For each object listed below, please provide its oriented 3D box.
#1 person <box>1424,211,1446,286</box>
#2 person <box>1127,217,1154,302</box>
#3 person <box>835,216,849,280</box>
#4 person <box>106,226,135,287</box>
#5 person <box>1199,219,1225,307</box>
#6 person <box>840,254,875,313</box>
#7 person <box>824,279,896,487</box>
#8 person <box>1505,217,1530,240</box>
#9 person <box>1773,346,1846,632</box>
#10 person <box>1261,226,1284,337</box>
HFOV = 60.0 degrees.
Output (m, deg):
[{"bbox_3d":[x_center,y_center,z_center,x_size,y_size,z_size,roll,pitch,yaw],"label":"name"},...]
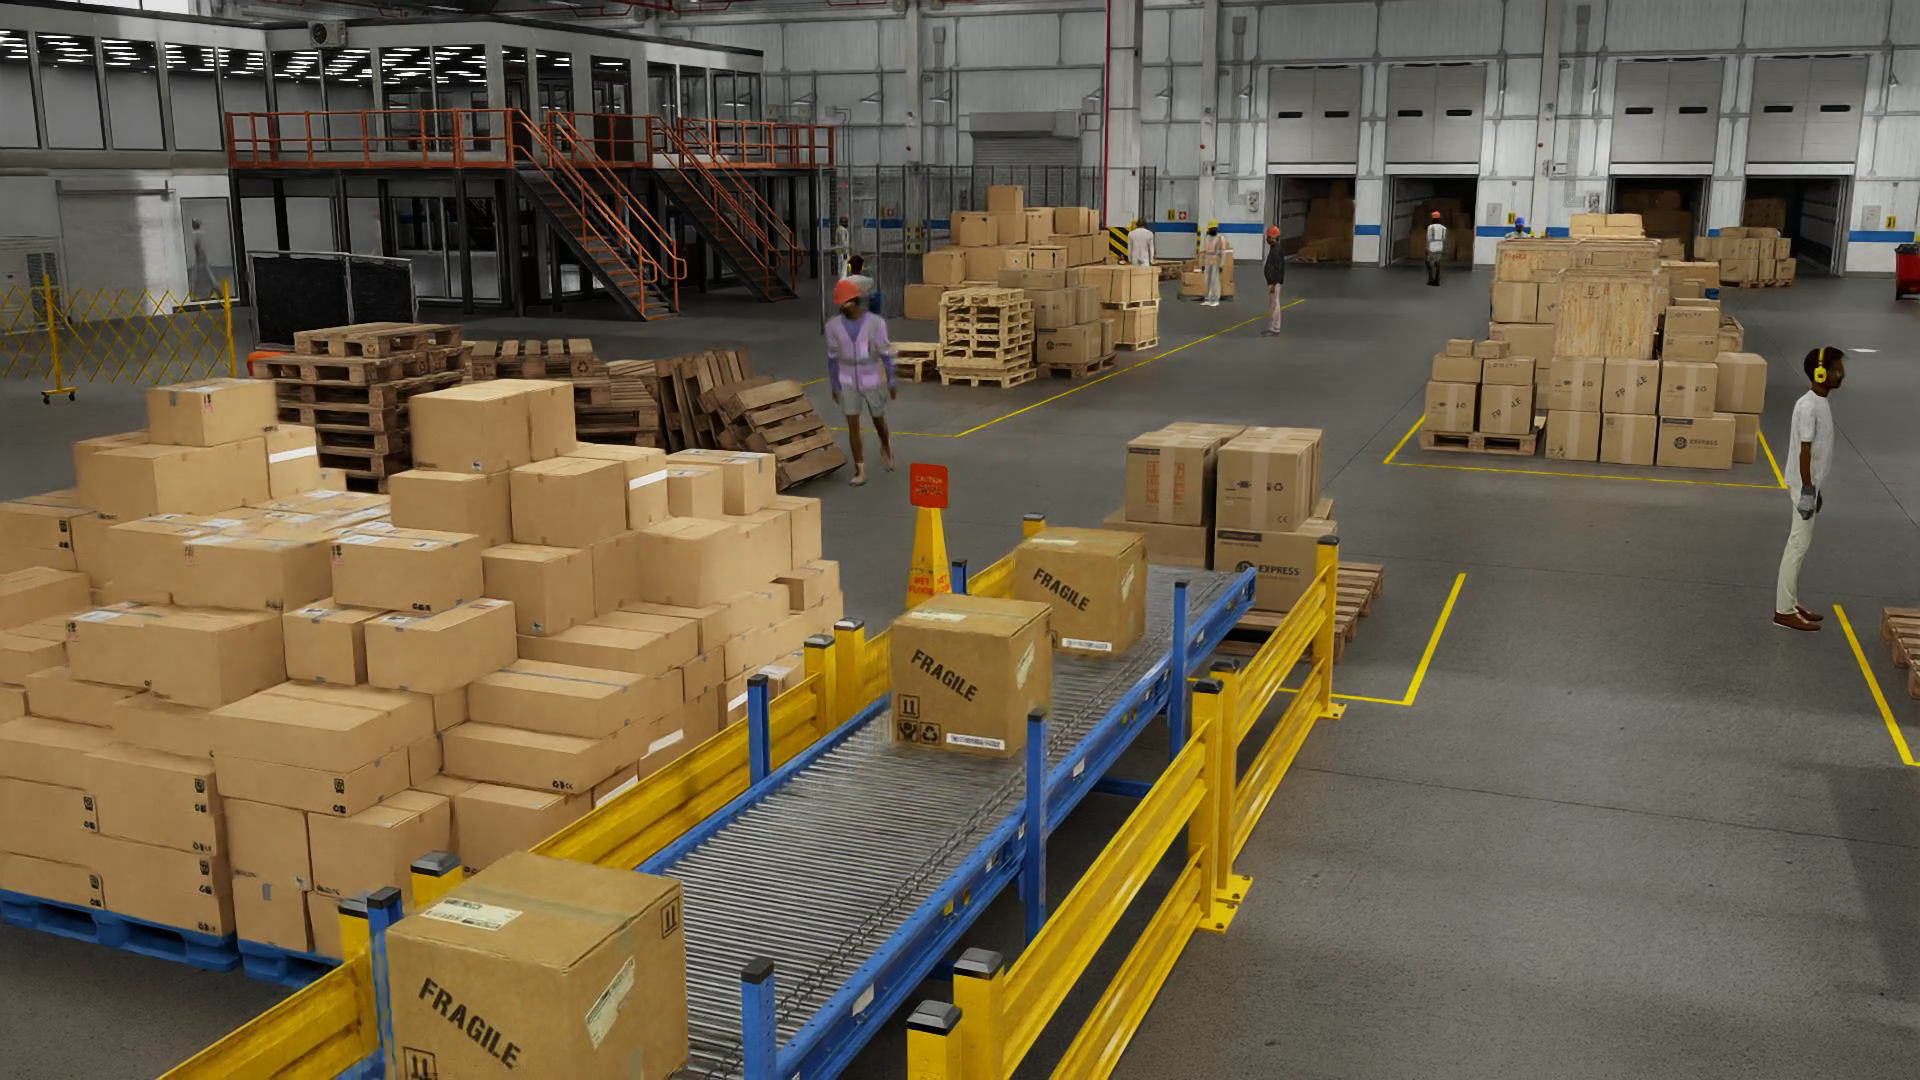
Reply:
[{"bbox_3d":[12.401,-7.606,43.451,0.598,1.925,0.488,-5,14,-23],"label":"person"},{"bbox_3d":[4.154,-6.459,38.292,0.632,1.938,0.360,4,13,16],"label":"person"},{"bbox_3d":[-2.939,-7.261,42.107,0.429,1.844,0.627,-3,13,-13],"label":"person"},{"bbox_3d":[-20.807,-7.105,41.270,0.688,1.885,0.593,-5,13,-20],"label":"person"},{"bbox_3d":[5.596,-6.148,36.926,0.386,1.922,0.594,-11,17,-40],"label":"person"},{"bbox_3d":[-1.407,-3.005,22.978,0.506,1.862,0.331,-2,13,-8],"label":"person"},{"bbox_3d":[-0.951,-1.541,16.093,0.664,1.998,0.840,2,13,10],"label":"person"},{"bbox_3d":[12.550,-6.294,37.521,0.603,1.949,0.389,0,13,1],"label":"person"},{"bbox_3d":[5.631,-0.342,10.998,0.328,1.876,0.513,7,14,30],"label":"person"},{"bbox_3d":[5.676,-4.679,30.178,0.395,1.994,0.613,2,13,9],"label":"person"}]
